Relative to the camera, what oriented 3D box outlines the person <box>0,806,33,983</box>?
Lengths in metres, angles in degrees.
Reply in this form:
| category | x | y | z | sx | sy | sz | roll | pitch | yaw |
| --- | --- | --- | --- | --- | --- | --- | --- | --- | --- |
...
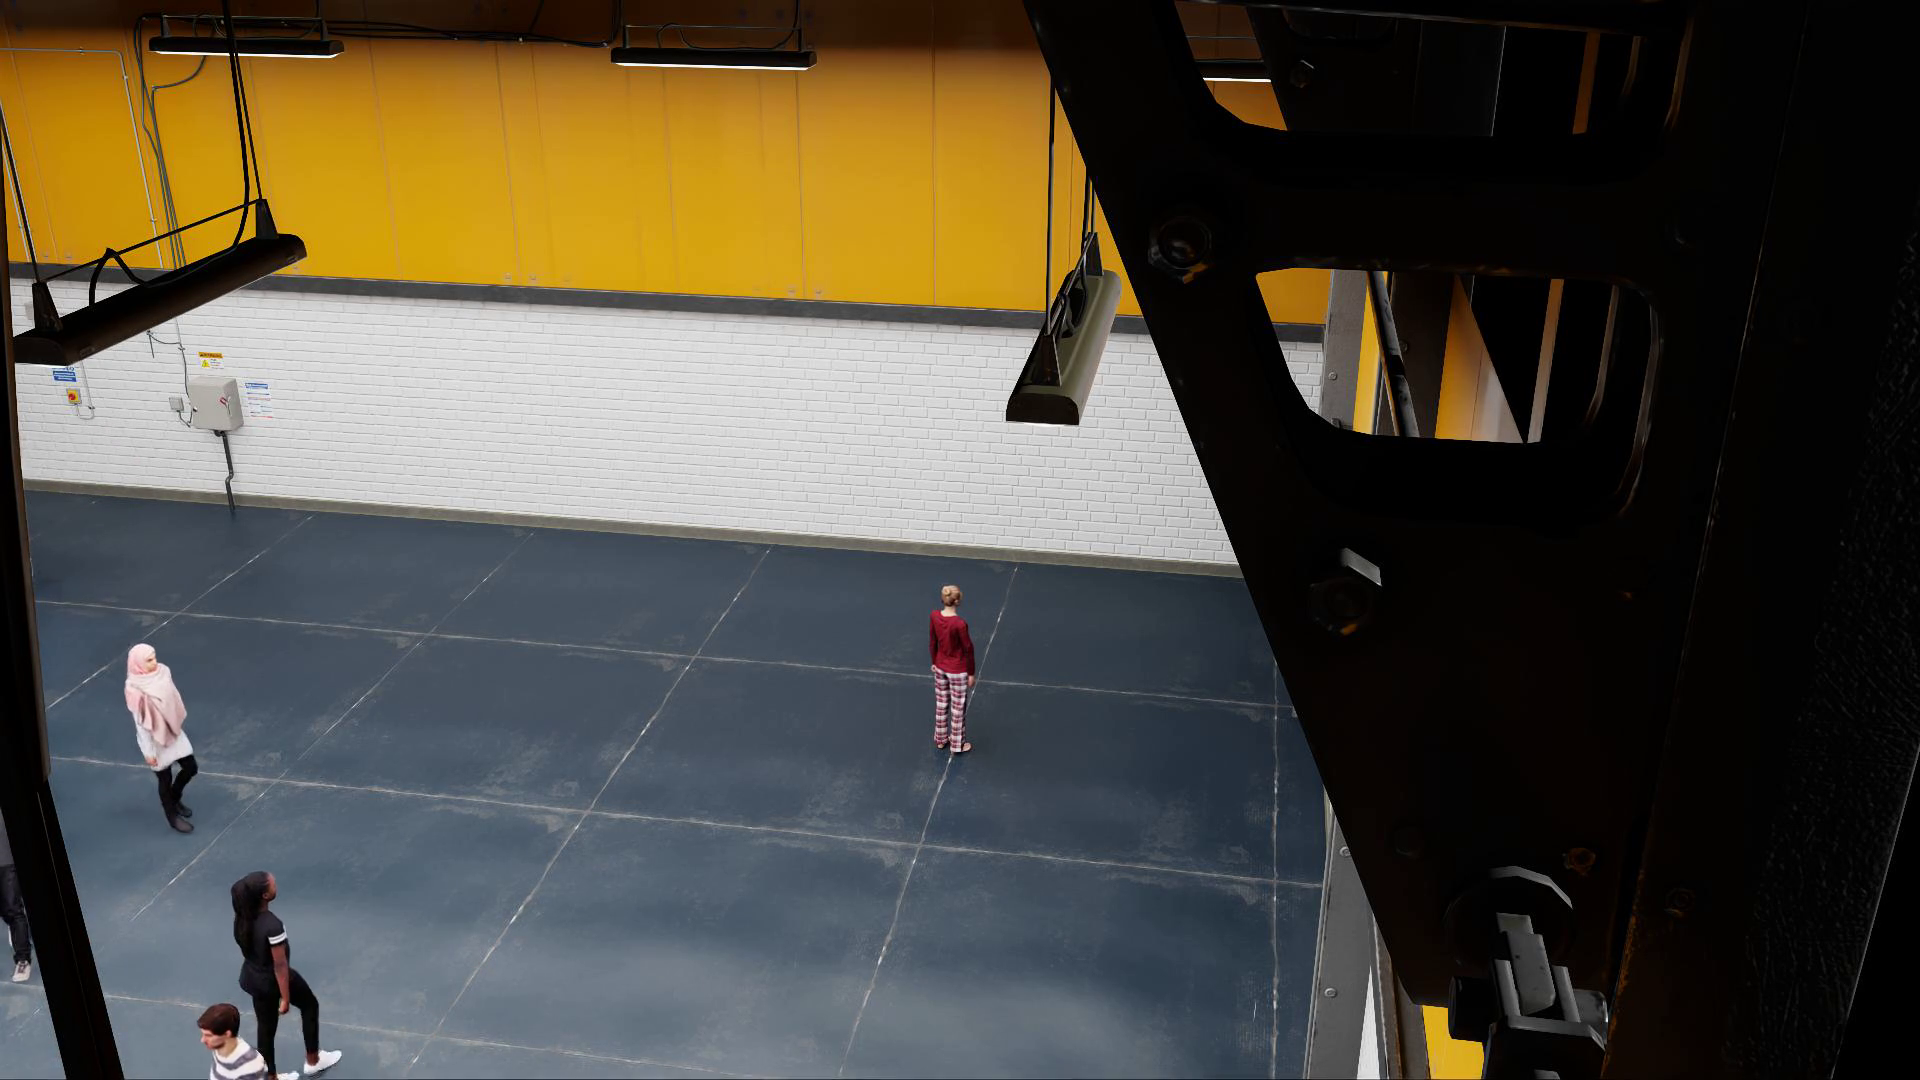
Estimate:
| category | x | y | z | sx | sy | sz | roll | pitch | yaw |
| --- | --- | --- | --- | --- | --- | --- | --- | --- | --- |
| person | -7.295 | 2.411 | 12.559 | 1.017 | 1.720 | 1.200 | -9 | 25 | -21 |

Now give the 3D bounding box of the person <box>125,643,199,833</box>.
| category | x | y | z | sx | sy | sz | roll | pitch | yaw |
| --- | --- | --- | --- | --- | --- | --- | --- | --- | --- |
| person | -6.863 | 1.683 | 14.133 | 0.753 | 1.794 | 0.657 | 9 | 25 | 20 |

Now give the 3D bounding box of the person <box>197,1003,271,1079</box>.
| category | x | y | z | sx | sy | sz | roll | pitch | yaw |
| --- | --- | --- | --- | --- | --- | --- | --- | --- | --- |
| person | -4.138 | 3.503 | 9.952 | 0.996 | 1.808 | 1.284 | 16 | 28 | 33 |

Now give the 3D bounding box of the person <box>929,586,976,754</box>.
| category | x | y | z | sx | sy | sz | roll | pitch | yaw |
| --- | --- | --- | --- | --- | --- | --- | --- | --- | --- |
| person | -0.077 | 1.175 | 15.413 | 0.694 | 1.699 | 0.666 | 17 | 29 | 34 |

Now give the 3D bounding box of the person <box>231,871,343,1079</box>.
| category | x | y | z | sx | sy | sz | roll | pitch | yaw |
| --- | --- | --- | --- | --- | --- | --- | --- | --- | --- |
| person | -4.696 | 3.020 | 11.176 | 0.740 | 1.712 | 0.872 | 12 | 26 | 25 |
